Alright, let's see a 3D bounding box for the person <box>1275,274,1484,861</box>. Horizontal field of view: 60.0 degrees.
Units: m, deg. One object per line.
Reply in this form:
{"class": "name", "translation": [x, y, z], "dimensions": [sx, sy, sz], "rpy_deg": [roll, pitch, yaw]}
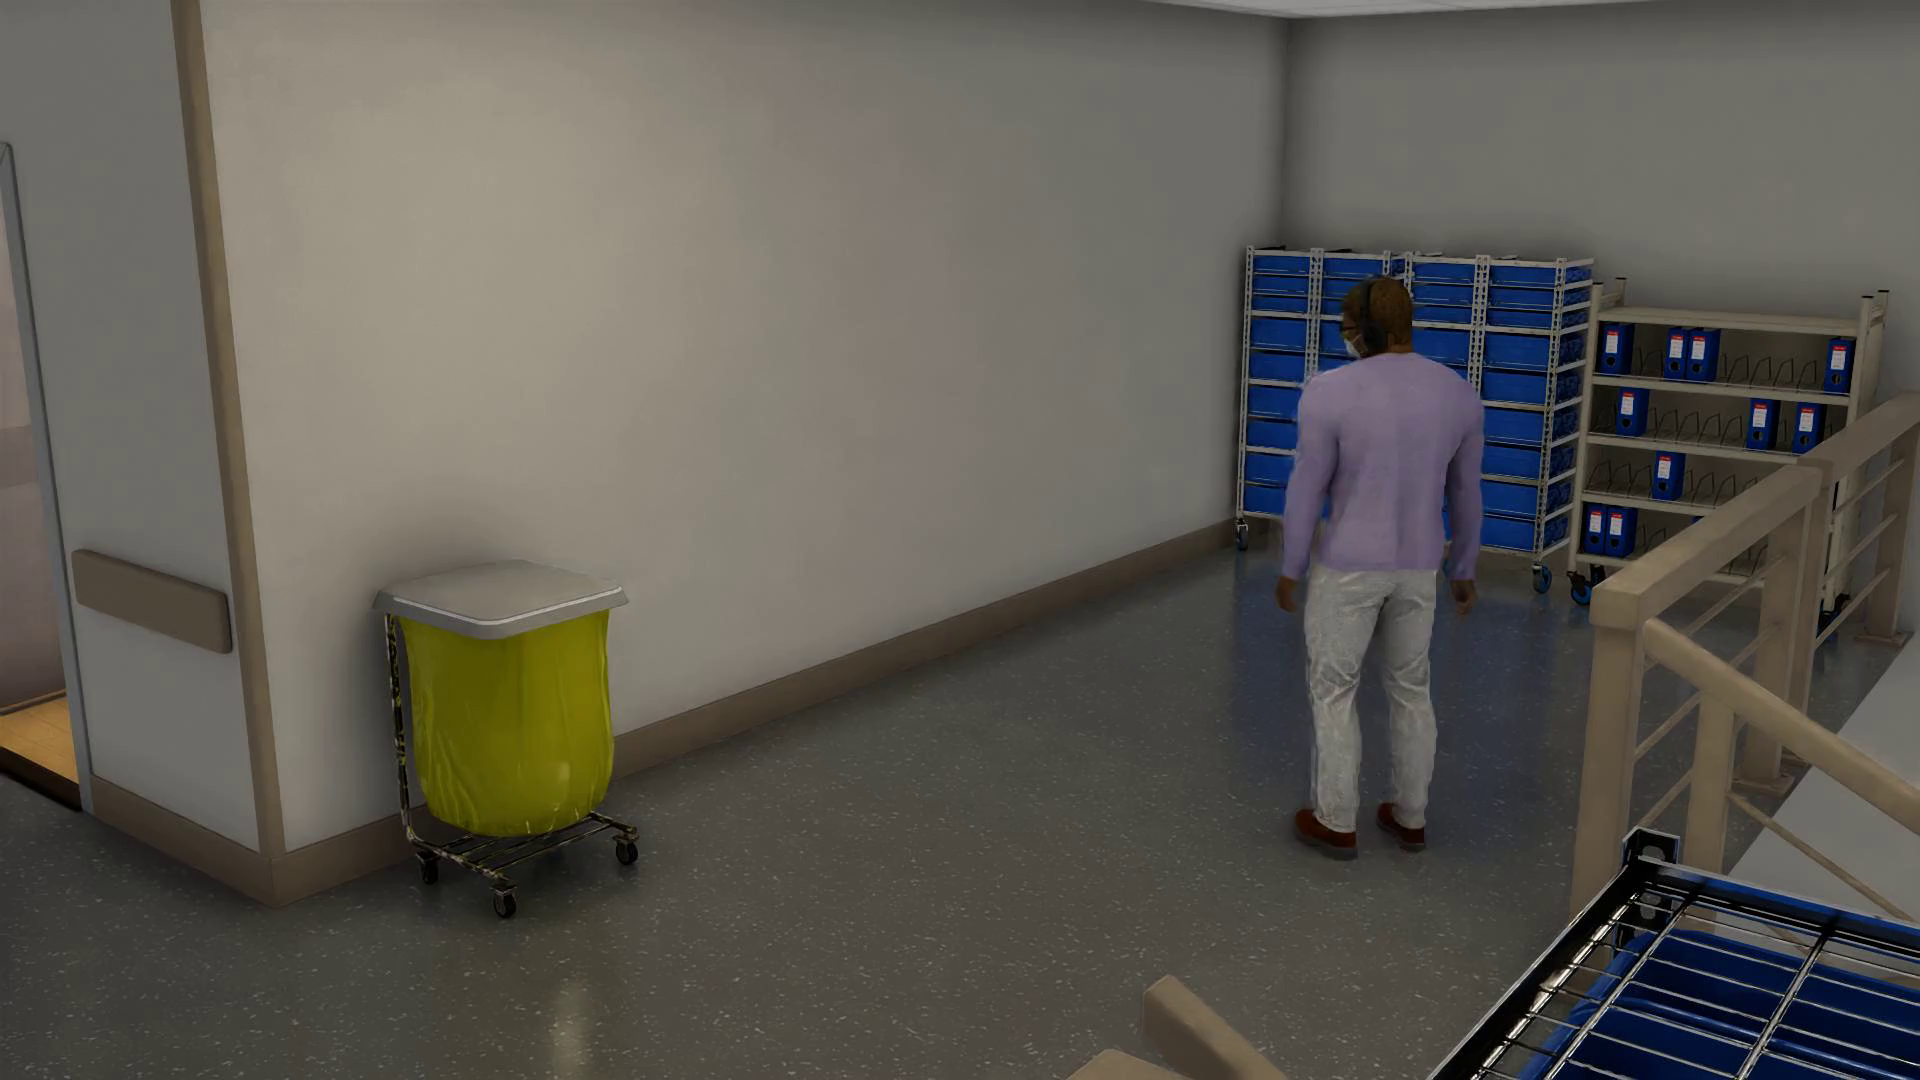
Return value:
{"class": "person", "translation": [1.389, 0.103, 5.454], "dimensions": [0.688, 1.923, 0.412], "rpy_deg": [-4, 14, -16]}
